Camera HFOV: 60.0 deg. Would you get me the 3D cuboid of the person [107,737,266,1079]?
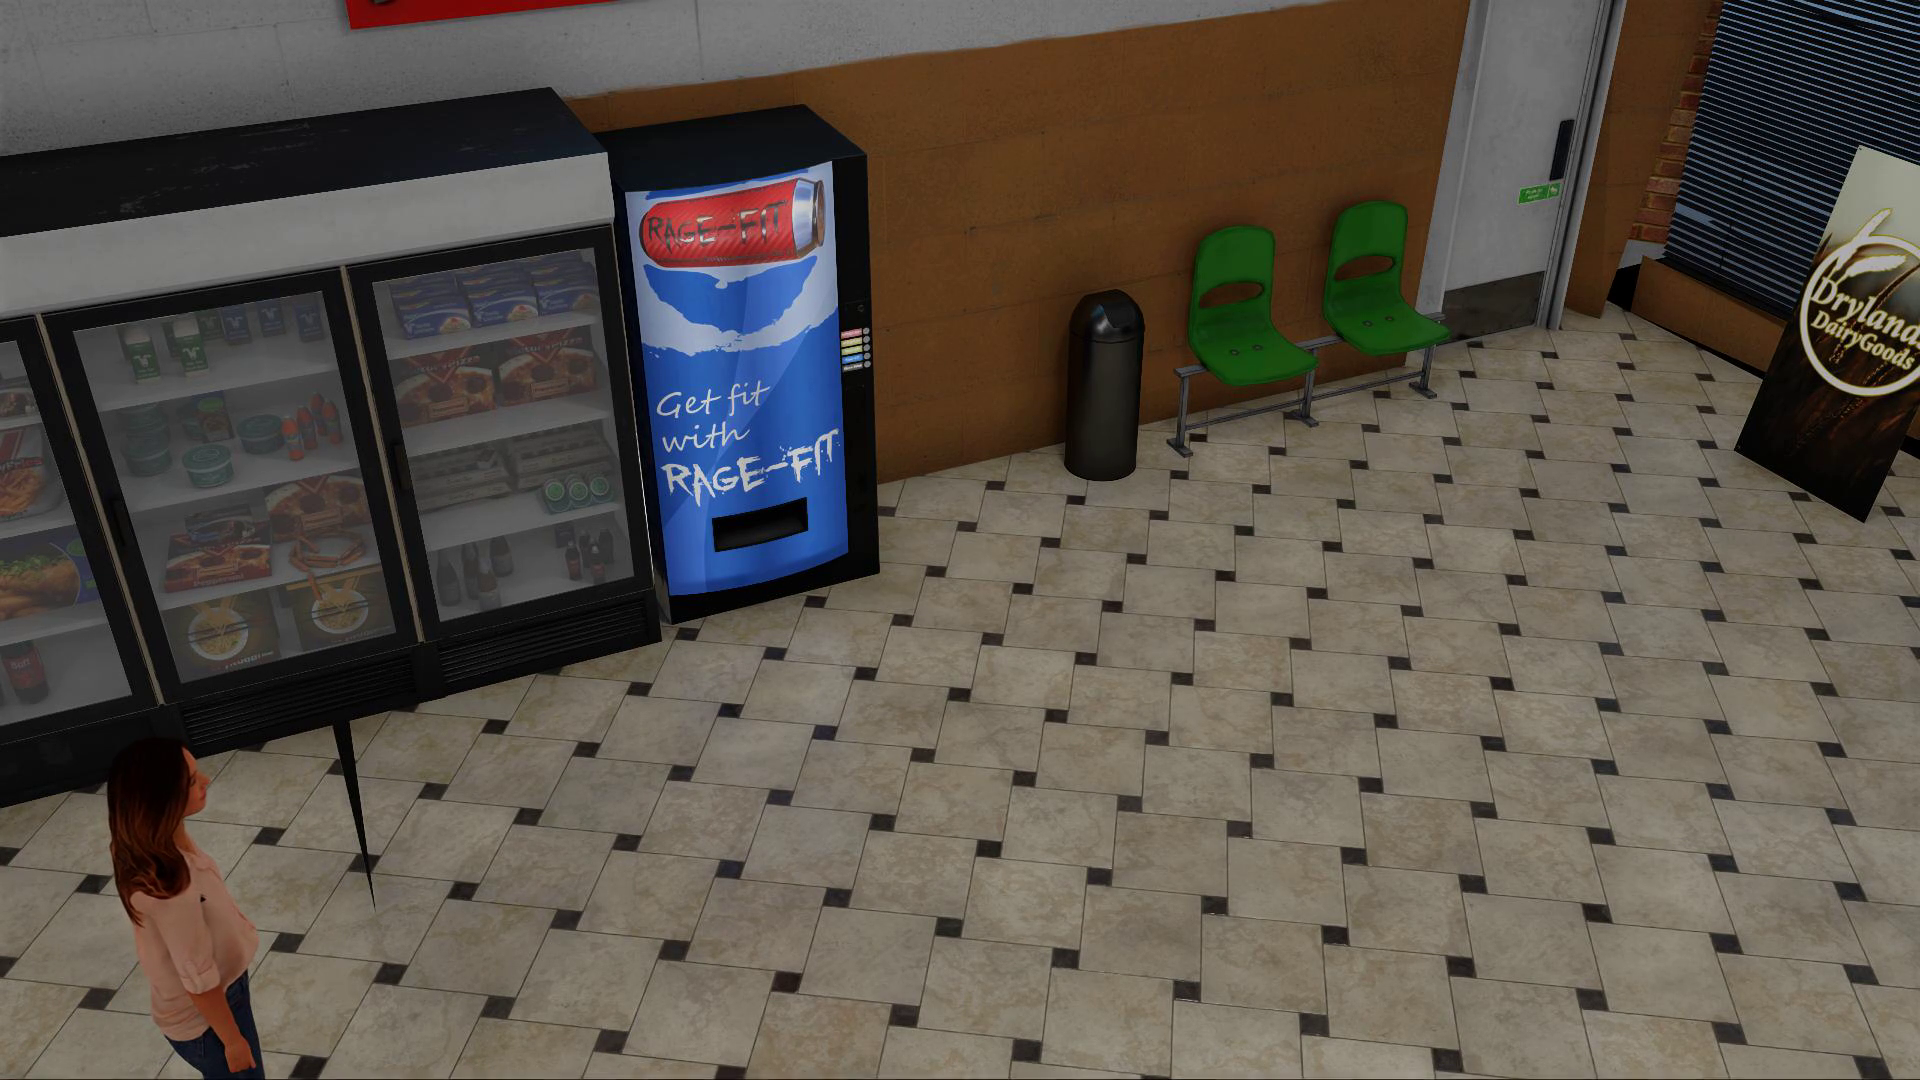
[{"bbox_3d":[-2.078,1.269,4.574,0.649,1.790,0.477,-17,36,-25],"label":"person"}]
